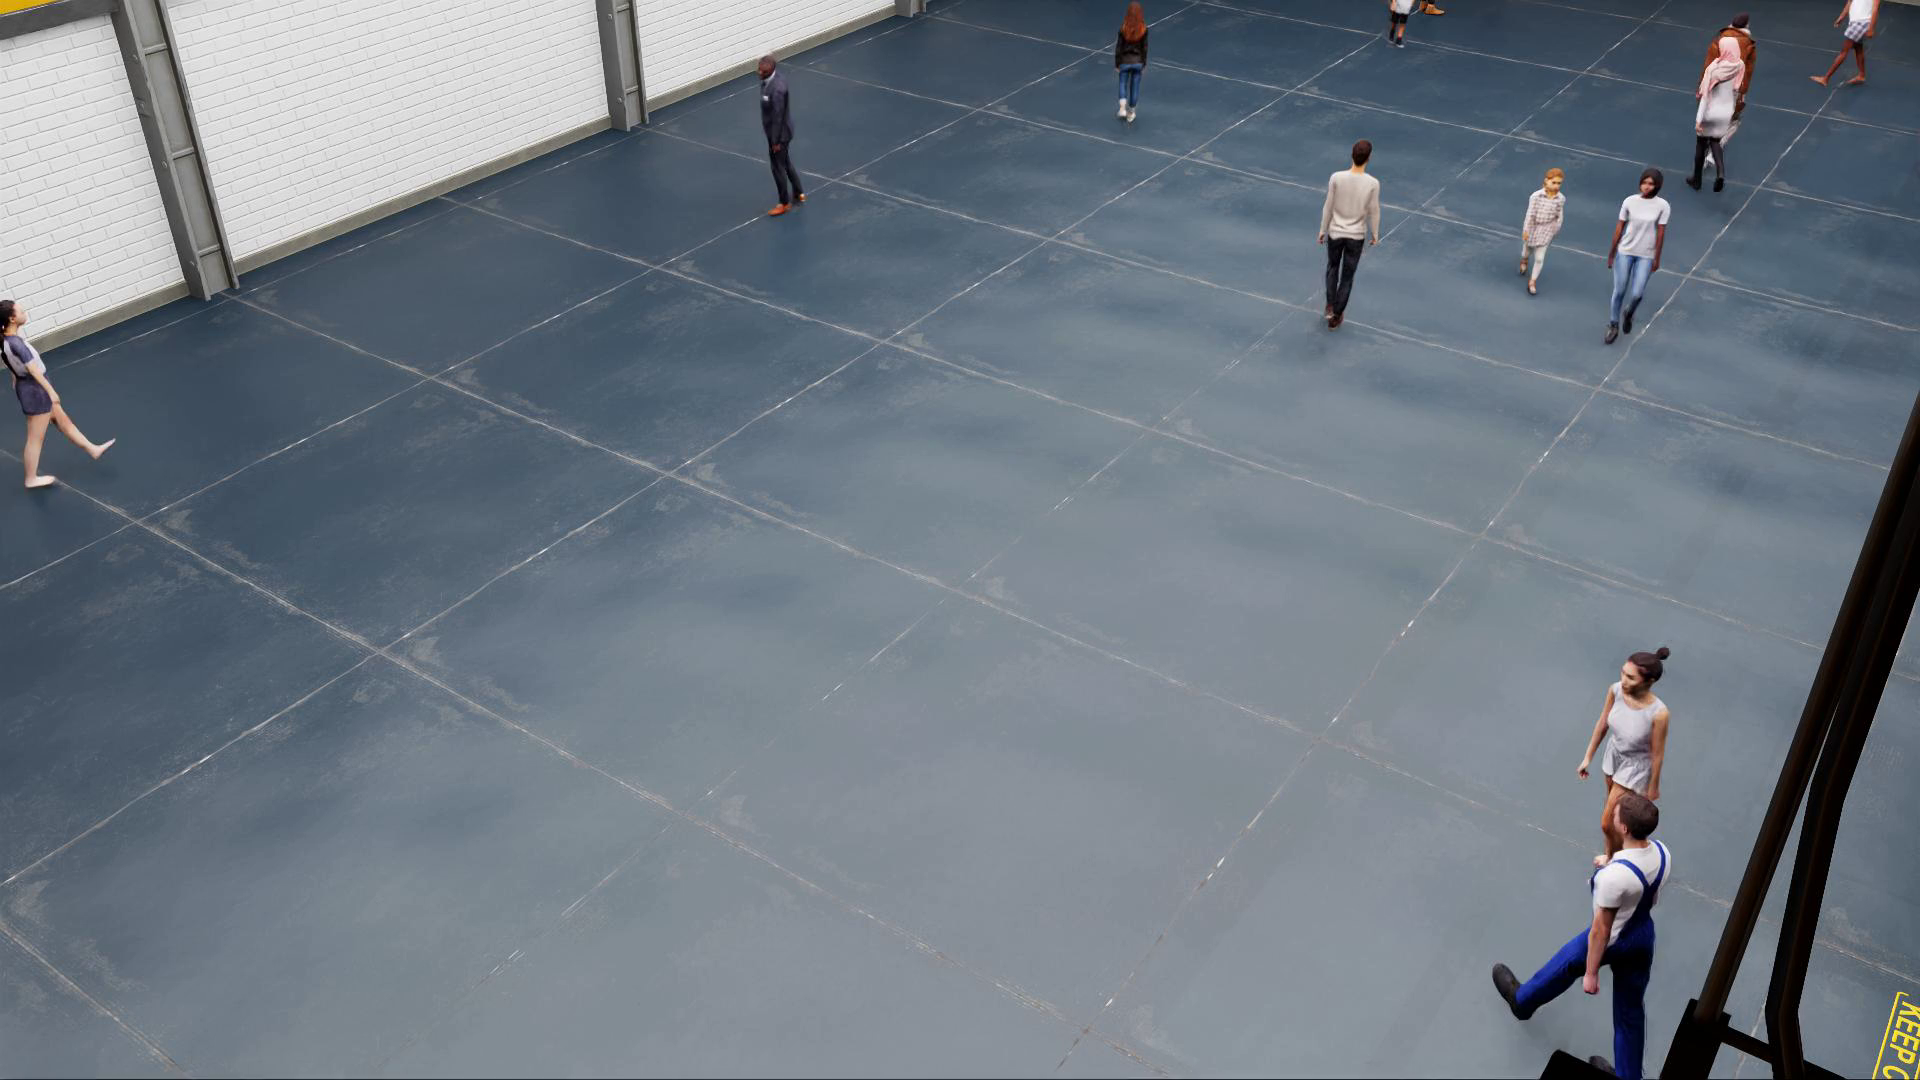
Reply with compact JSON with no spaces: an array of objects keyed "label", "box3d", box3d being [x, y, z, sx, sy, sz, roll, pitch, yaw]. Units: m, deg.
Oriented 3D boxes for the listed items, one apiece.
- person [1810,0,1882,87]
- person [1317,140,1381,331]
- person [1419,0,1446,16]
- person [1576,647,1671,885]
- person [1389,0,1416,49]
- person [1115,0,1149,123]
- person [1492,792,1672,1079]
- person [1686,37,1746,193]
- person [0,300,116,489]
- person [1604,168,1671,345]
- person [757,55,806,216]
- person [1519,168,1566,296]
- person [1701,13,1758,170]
[{"label":"person","box3d":[11.949,-6.832,21.918,1.088,1.700,1.101,-1,34,-2]},{"label":"person","box3d":[3.656,-2.857,15.803,0.778,1.850,0.809,13,36,18]},{"label":"person","box3d":[7.098,-8.730,24.757,0.761,1.719,0.705,-6,34,-9]},{"label":"person","box3d":[3.999,1.291,9.778,0.796,1.611,0.741,-13,36,-19]},{"label":"person","box3d":[6.252,-7.631,23.527,0.633,1.250,0.697,0,34,-1]},{"label":"person","box3d":[2.150,-5.954,20.801,0.642,1.474,0.668,2,34,3]},{"label":"person","box3d":[3.365,2.117,8.366,1.230,1.799,1.090,-15,37,-22]},{"label":"person","box3d":[8.518,-4.720,18.667,0.976,1.782,1.054,-3,34,-4]},{"label":"person","box3d":[-7.570,-1.141,13.432,1.070,1.615,0.800,-24,41,-32]},{"label":"person","box3d":[6.377,-2.692,15.679,0.633,1.713,0.678,17,37,23]},{"label":"person","box3d":[-1.983,-4.476,18.294,0.994,1.788,0.951,-1,34,-2]},{"label":"person","box3d":[5.834,-3.151,16.745,0.715,1.297,0.862,5,34,8]},{"label":"person","box3d":[8.851,-5.162,19.288,0.742,1.832,0.759,27,42,34]}]
